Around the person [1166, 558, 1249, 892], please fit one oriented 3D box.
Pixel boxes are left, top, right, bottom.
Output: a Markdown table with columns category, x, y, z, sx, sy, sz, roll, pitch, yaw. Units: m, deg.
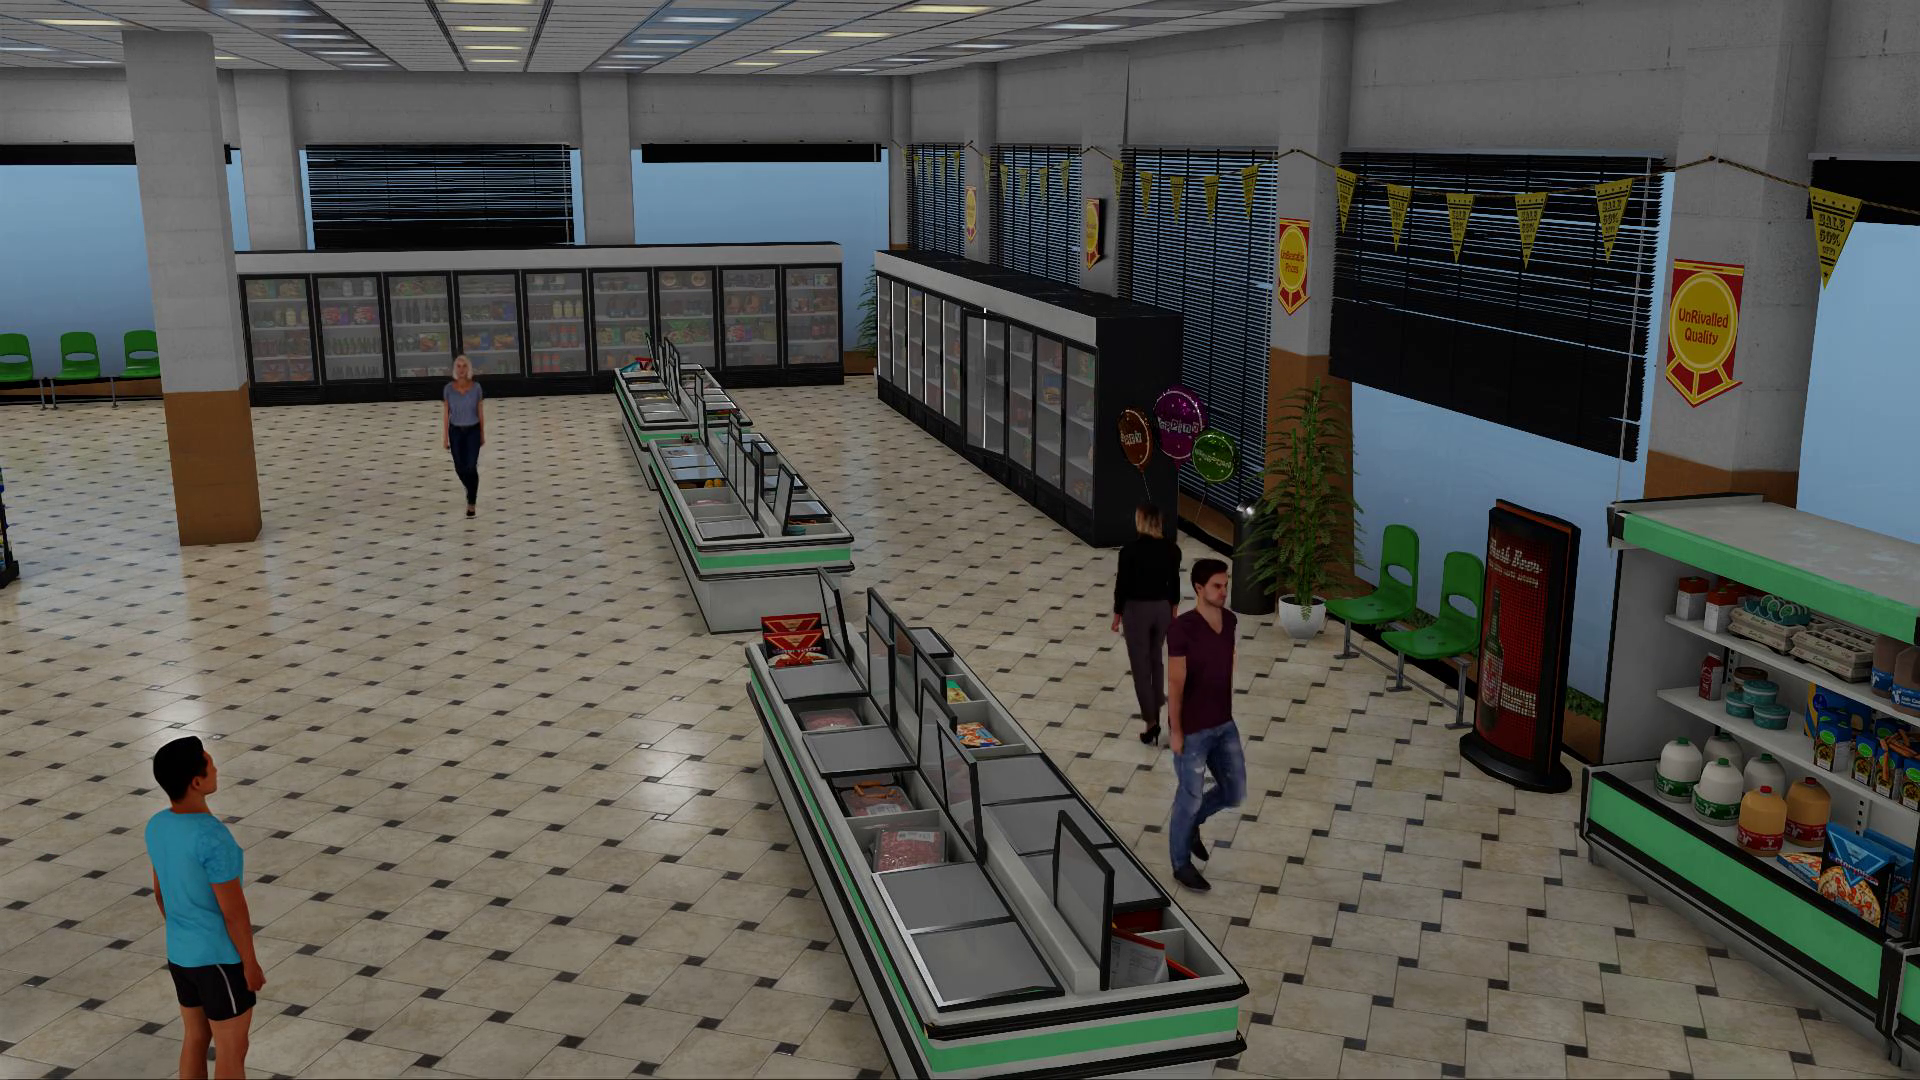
| category | x | y | z | sx | sy | sz | roll | pitch | yaw |
| --- | --- | --- | --- | --- | --- | --- | --- | --- | --- |
| person | 1.256 | 0.974 | 9.071 | 0.788 | 1.840 | 0.844 | -9 | 16 | -33 |

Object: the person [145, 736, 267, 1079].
| category | x | y | z | sx | sy | sz | roll | pitch | yaw |
| --- | --- | --- | --- | --- | --- | --- | --- | --- | --- |
| person | -2.954 | 1.624 | 6.522 | 0.681 | 1.777 | 0.740 | 8 | 16 | 29 |

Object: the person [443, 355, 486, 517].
| category | x | y | z | sx | sy | sz | roll | pitch | yaw |
| --- | --- | --- | --- | --- | --- | --- | --- | --- | --- |
| person | -5.410 | -1.152 | 18.154 | 0.655 | 1.690 | 1.109 | -2 | 14 | -9 |

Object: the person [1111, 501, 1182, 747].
| category | x | y | z | sx | sy | sz | roll | pitch | yaw |
| --- | --- | --- | --- | --- | --- | --- | --- | --- | --- |
| person | 1.284 | 0.583 | 11.070 | 0.624 | 1.657 | 0.635 | -5 | 15 | -21 |
